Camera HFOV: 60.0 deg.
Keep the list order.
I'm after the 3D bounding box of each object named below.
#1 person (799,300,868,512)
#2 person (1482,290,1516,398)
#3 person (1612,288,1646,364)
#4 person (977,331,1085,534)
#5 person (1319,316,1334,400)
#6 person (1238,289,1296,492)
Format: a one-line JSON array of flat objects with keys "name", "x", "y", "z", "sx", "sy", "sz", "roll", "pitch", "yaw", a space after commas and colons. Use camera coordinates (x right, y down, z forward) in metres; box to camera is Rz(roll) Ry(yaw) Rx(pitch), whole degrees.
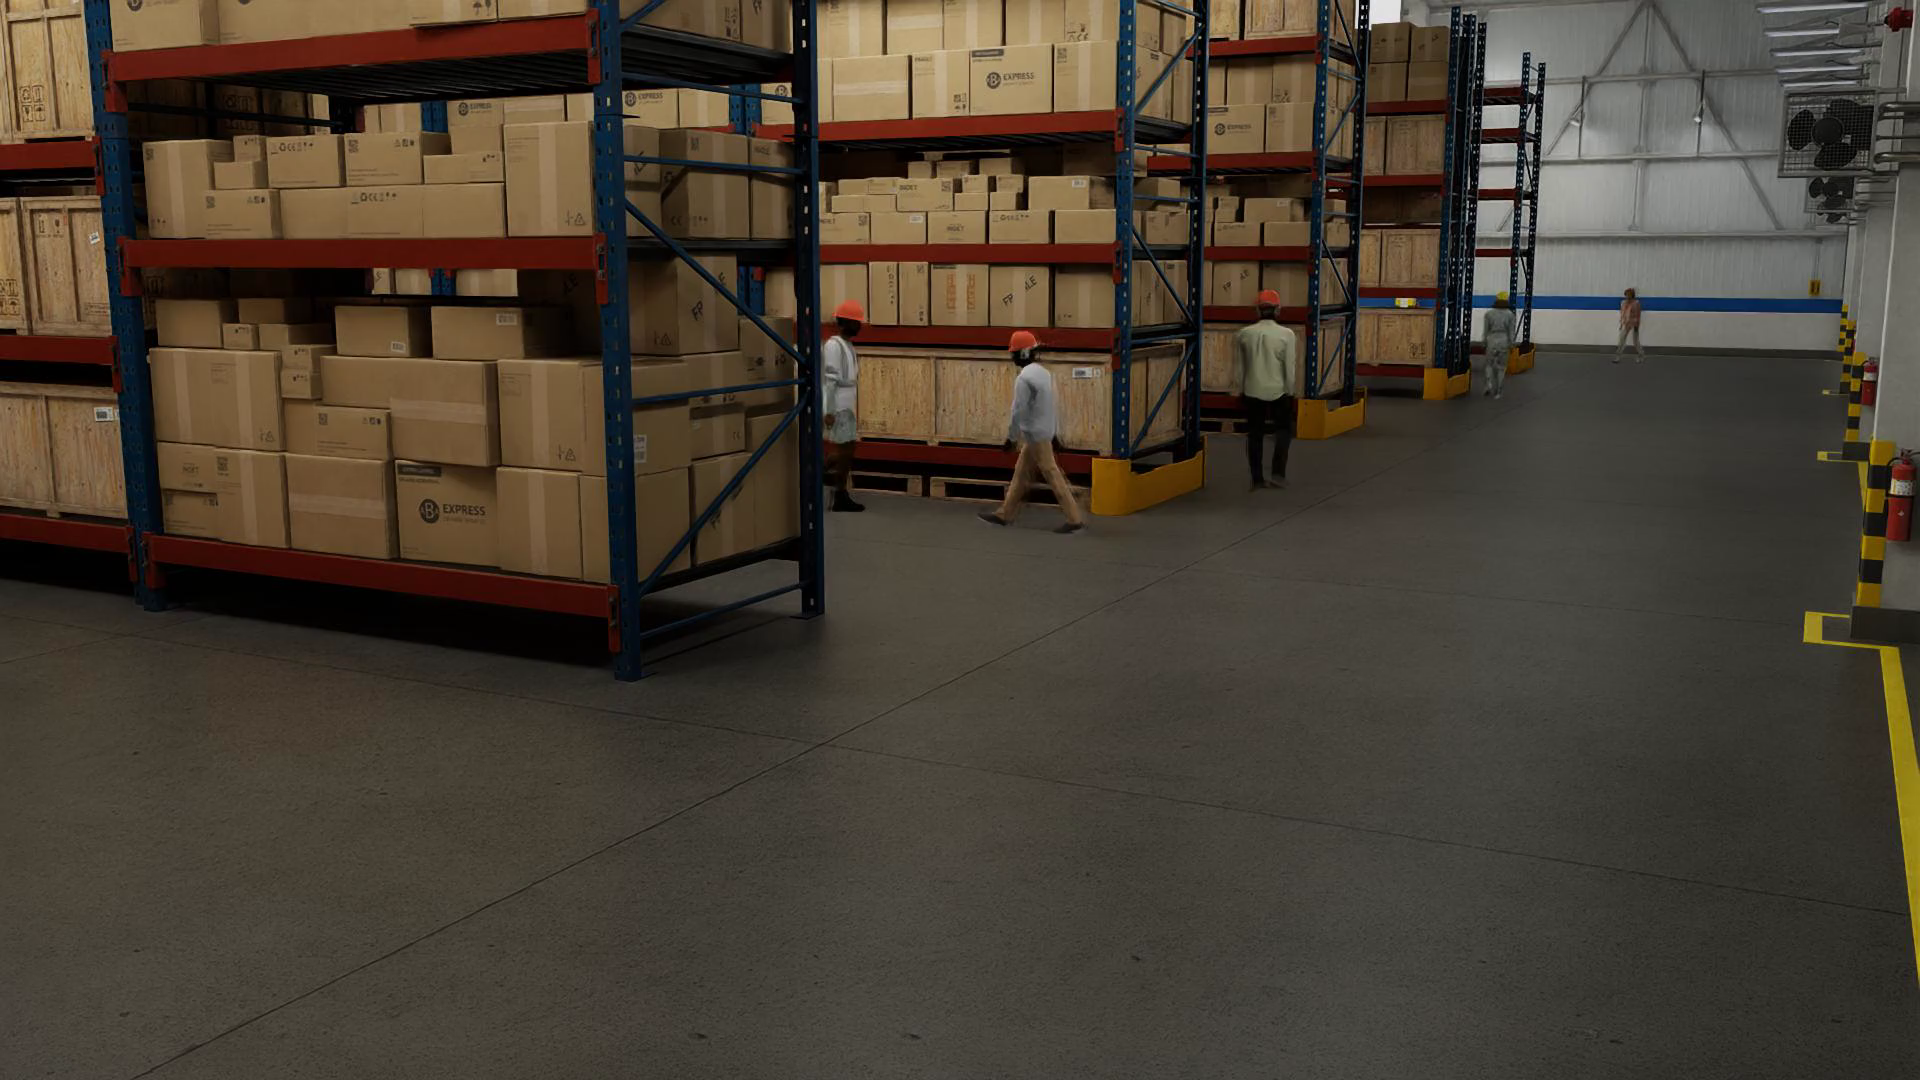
[{"name": "person", "x": -1.098, "y": -1.199, "z": 14.983, "sx": 0.550, "sy": 1.913, "sz": 0.583, "roll": 2, "pitch": 10, "yaw": 13}, {"name": "person", "x": 8.649, "y": -3.133, "z": 26.690, "sx": 0.514, "sy": 1.730, "sz": 0.358, "roll": 4, "pitch": 11, "yaw": 22}, {"name": "person", "x": 14.164, "y": -4.513, "z": 35.106, "sx": 0.870, "sy": 1.591, "sz": 0.559, "roll": -6, "pitch": 12, "yaw": -32}, {"name": "person", "x": 0.617, "y": -0.892, "z": 13.865, "sx": 0.949, "sy": 1.683, "sz": 0.561, "roll": 3, "pitch": 10, "yaw": 16}, {"name": "person", "x": 5.640, "y": -3.073, "z": 25.809, "sx": 0.480, "sy": 1.920, "sz": 0.633, "roll": 3, "pitch": 10, "yaw": 19}, {"name": "person", "x": 3.003, "y": -1.450, "z": 16.231, "sx": 0.634, "sy": 1.976, "sz": 0.481, "roll": 6, "pitch": 12, "yaw": 32}]
